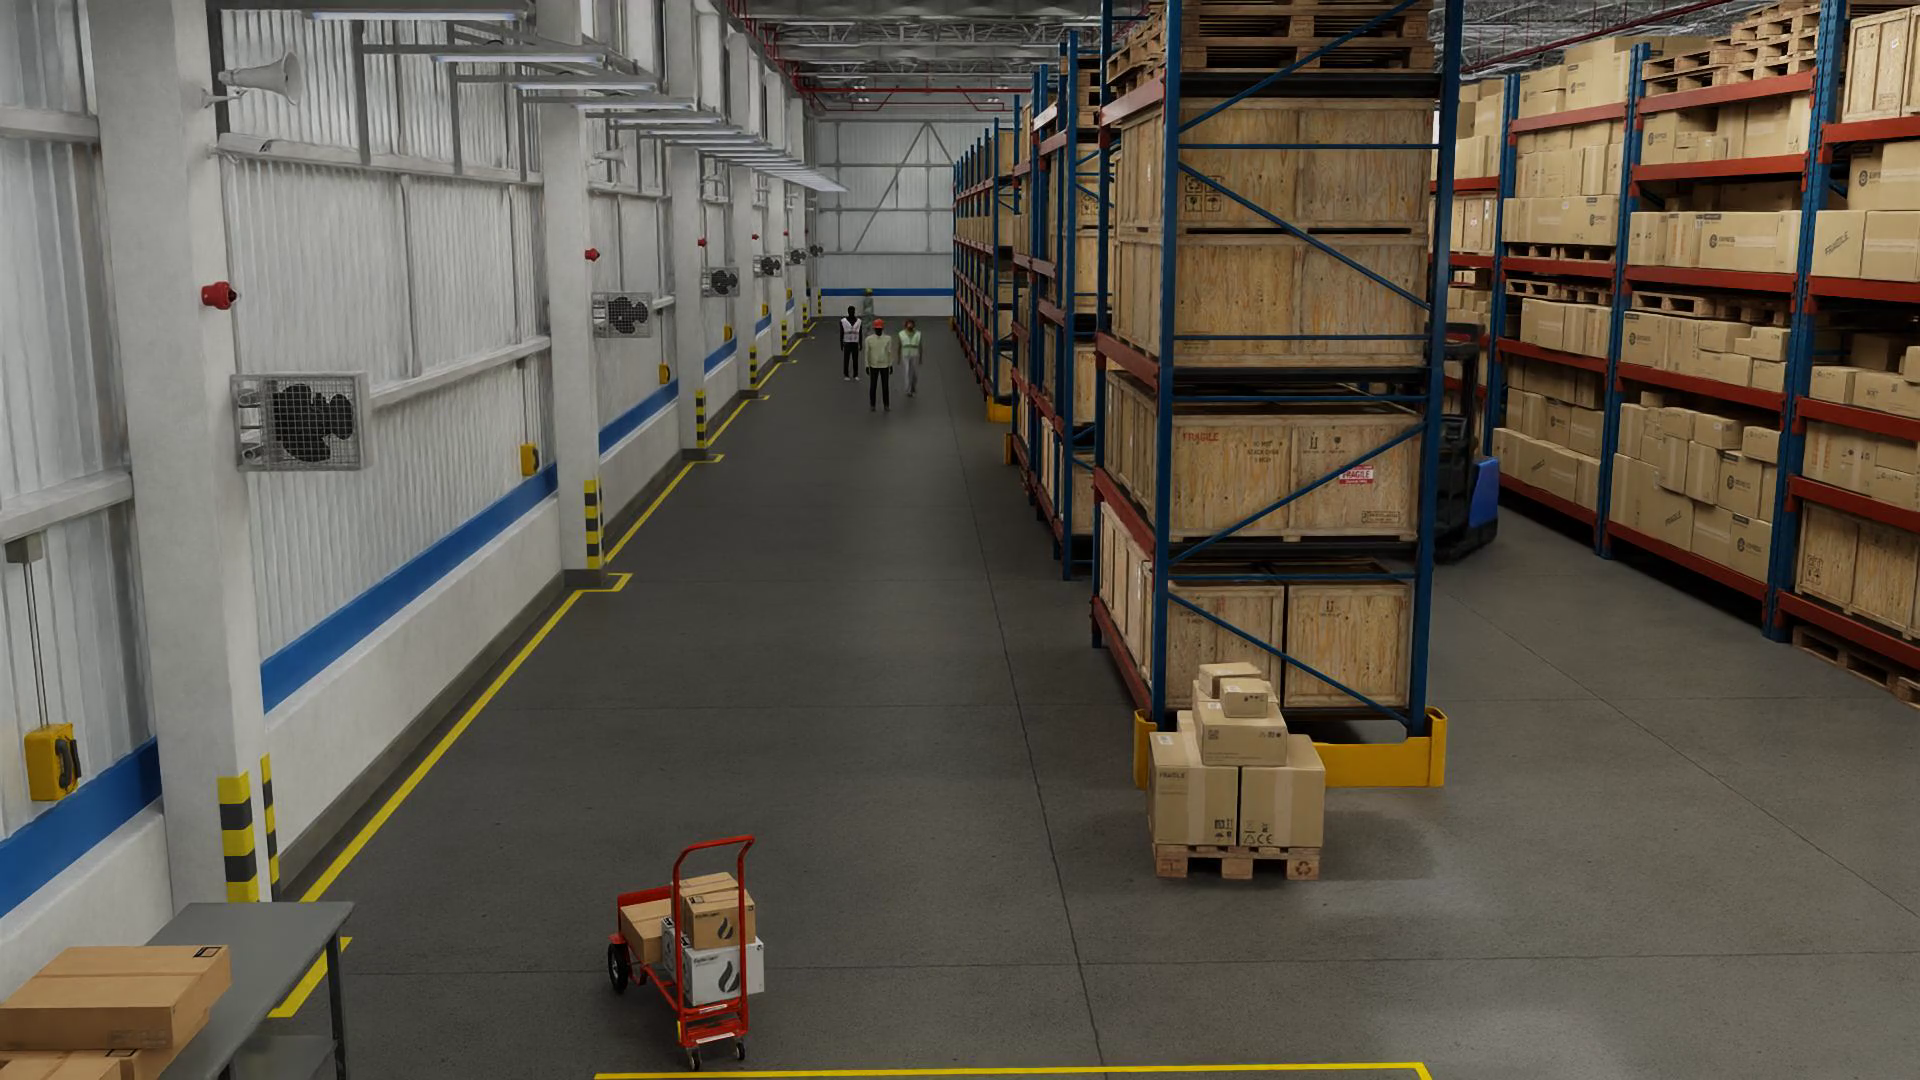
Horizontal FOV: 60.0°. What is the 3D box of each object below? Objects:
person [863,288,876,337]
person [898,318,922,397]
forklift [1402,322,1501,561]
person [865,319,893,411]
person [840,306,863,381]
[{"bbox_3d":[-3.170,-7.973,58.330,0.500,1.714,0.549,8,14,37],"label":"person"},{"bbox_3d":[-1.165,-4.258,38.729,0.567,1.833,0.465,-2,11,-11],"label":"person"},{"bbox_3d":[5.933,-1.298,20.604,1.129,2.768,1.873,8,13,36],"label":"forklift"},{"bbox_3d":[-1.735,-3.744,35.668,0.615,1.988,0.405,-2,11,-10],"label":"person"},{"bbox_3d":[-2.782,-5.025,42.520,0.589,1.912,0.398,-4,12,-19],"label":"person"}]
